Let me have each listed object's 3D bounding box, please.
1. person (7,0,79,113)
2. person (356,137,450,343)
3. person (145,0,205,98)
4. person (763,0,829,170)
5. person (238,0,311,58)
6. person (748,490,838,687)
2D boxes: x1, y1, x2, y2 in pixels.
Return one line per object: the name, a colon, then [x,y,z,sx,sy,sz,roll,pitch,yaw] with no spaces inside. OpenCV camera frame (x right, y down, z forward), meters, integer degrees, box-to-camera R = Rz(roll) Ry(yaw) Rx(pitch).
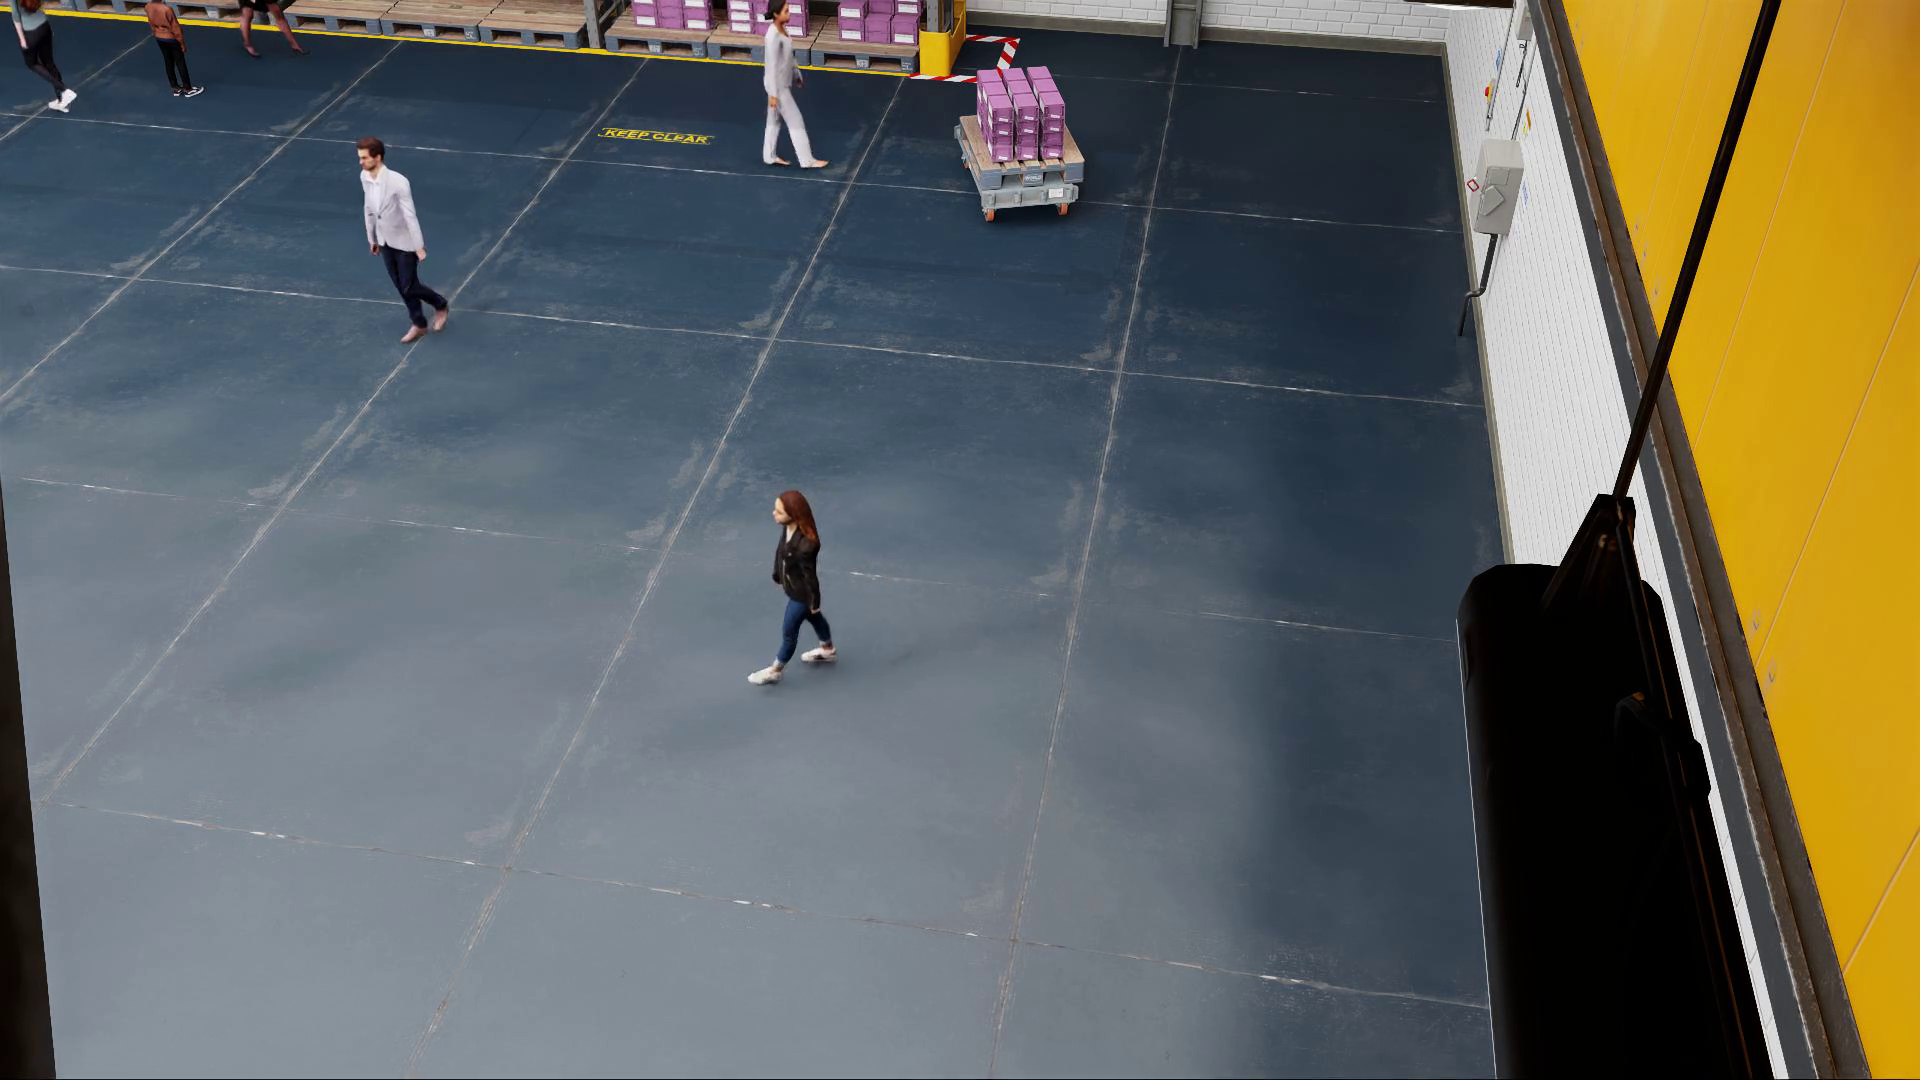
person: [-9.600,-5.282,17.388,0.723,1.731,0.636,11,40,14]
person: [-4.605,-2.527,13.855,0.798,1.834,0.891,21,43,24]
person: [-8.530,-5.398,17.913,0.446,1.256,0.604,11,40,14]
person: [-1.862,-4.488,16.409,0.926,1.711,0.704,3,39,4]
person: [-7.951,-6.147,18.528,1.096,1.659,0.707,12,40,14]
person: [-0.952,0.277,10.646,0.964,1.457,0.827,-13,40,-16]
